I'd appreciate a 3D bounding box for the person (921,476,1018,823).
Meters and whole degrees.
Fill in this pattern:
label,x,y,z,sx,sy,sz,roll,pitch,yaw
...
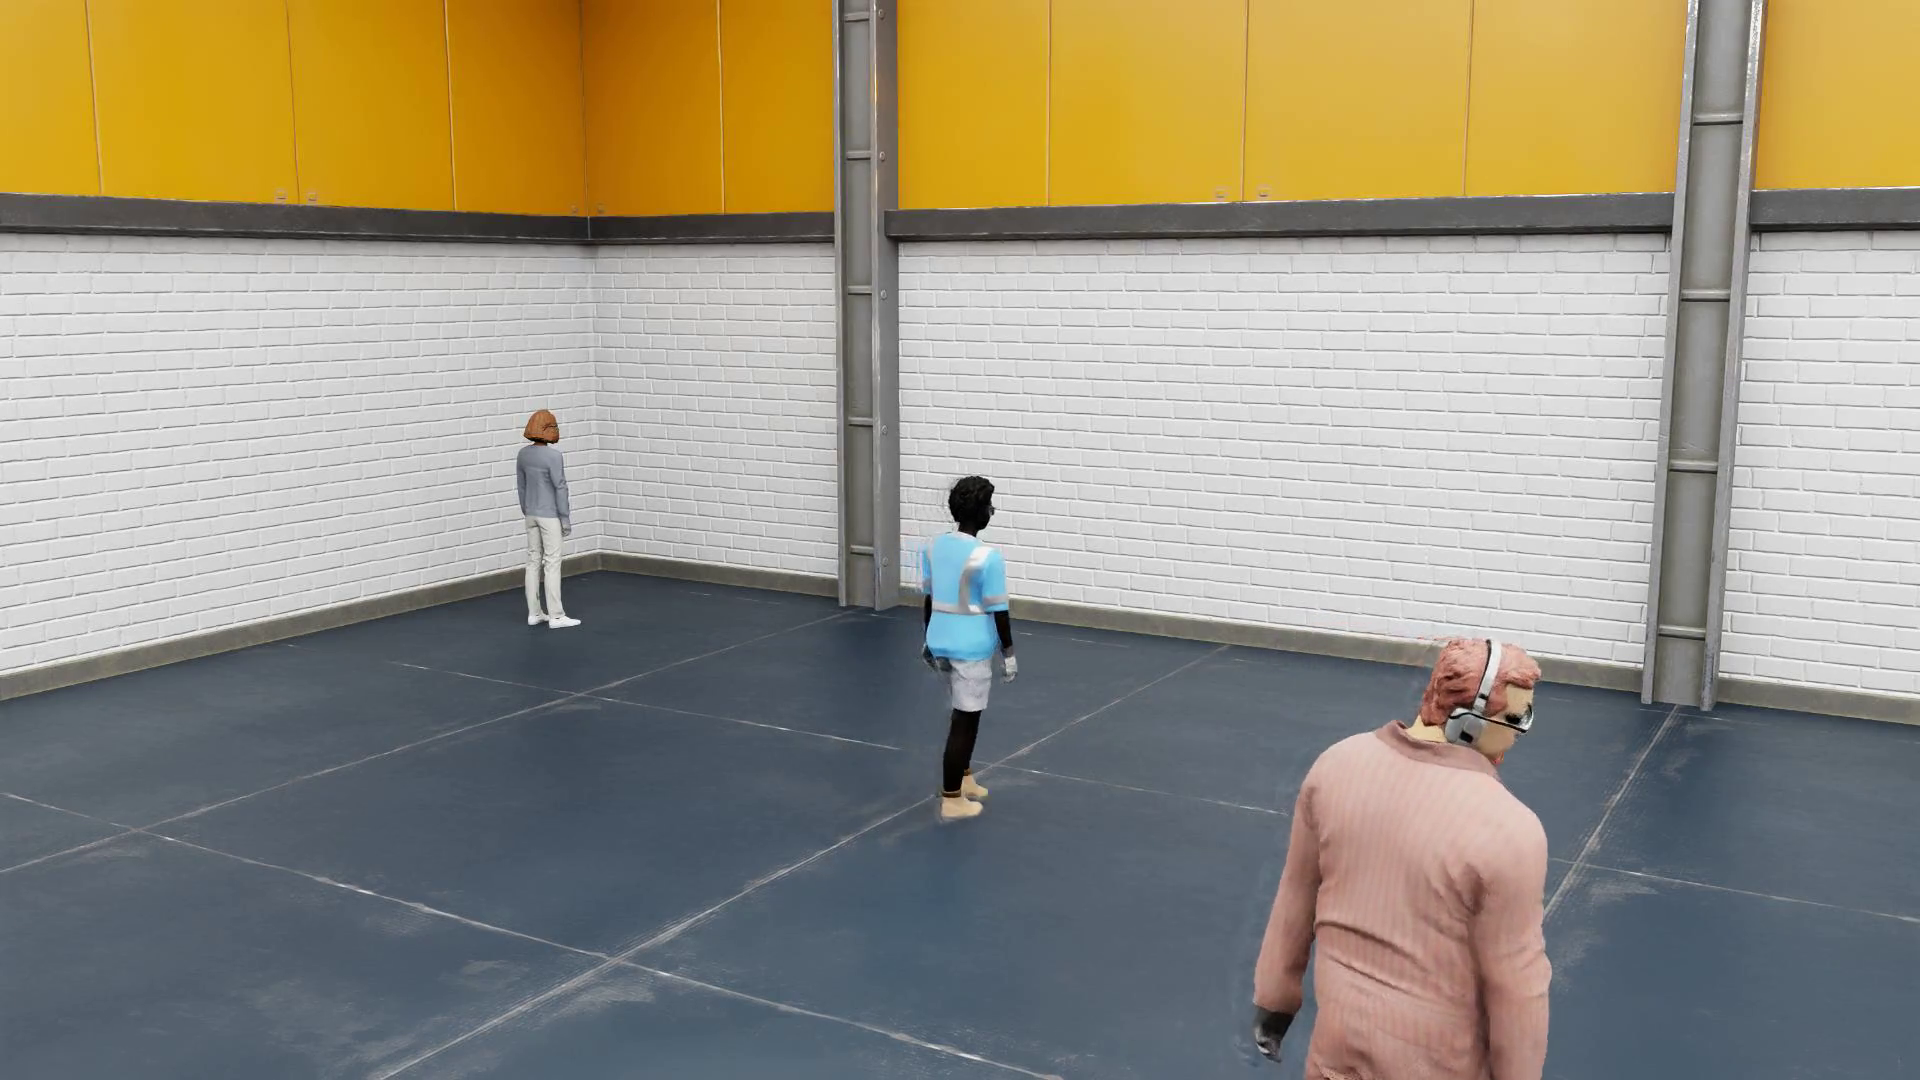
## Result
label,x,y,z,sx,sy,sz,roll,pitch,yaw
person,0.084,0.522,8.059,0.535,1.677,0.558,-7,11,-37

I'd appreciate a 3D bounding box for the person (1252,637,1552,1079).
label,x,y,z,sx,sy,sz,roll,pitch,yaw
person,0.979,1.121,3.781,0.485,1.863,0.750,-6,11,-35

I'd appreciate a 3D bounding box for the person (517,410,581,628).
label,x,y,z,sx,sy,sz,roll,pitch,yaw
person,-3.105,-0.158,12.471,0.499,1.634,0.279,7,11,36
